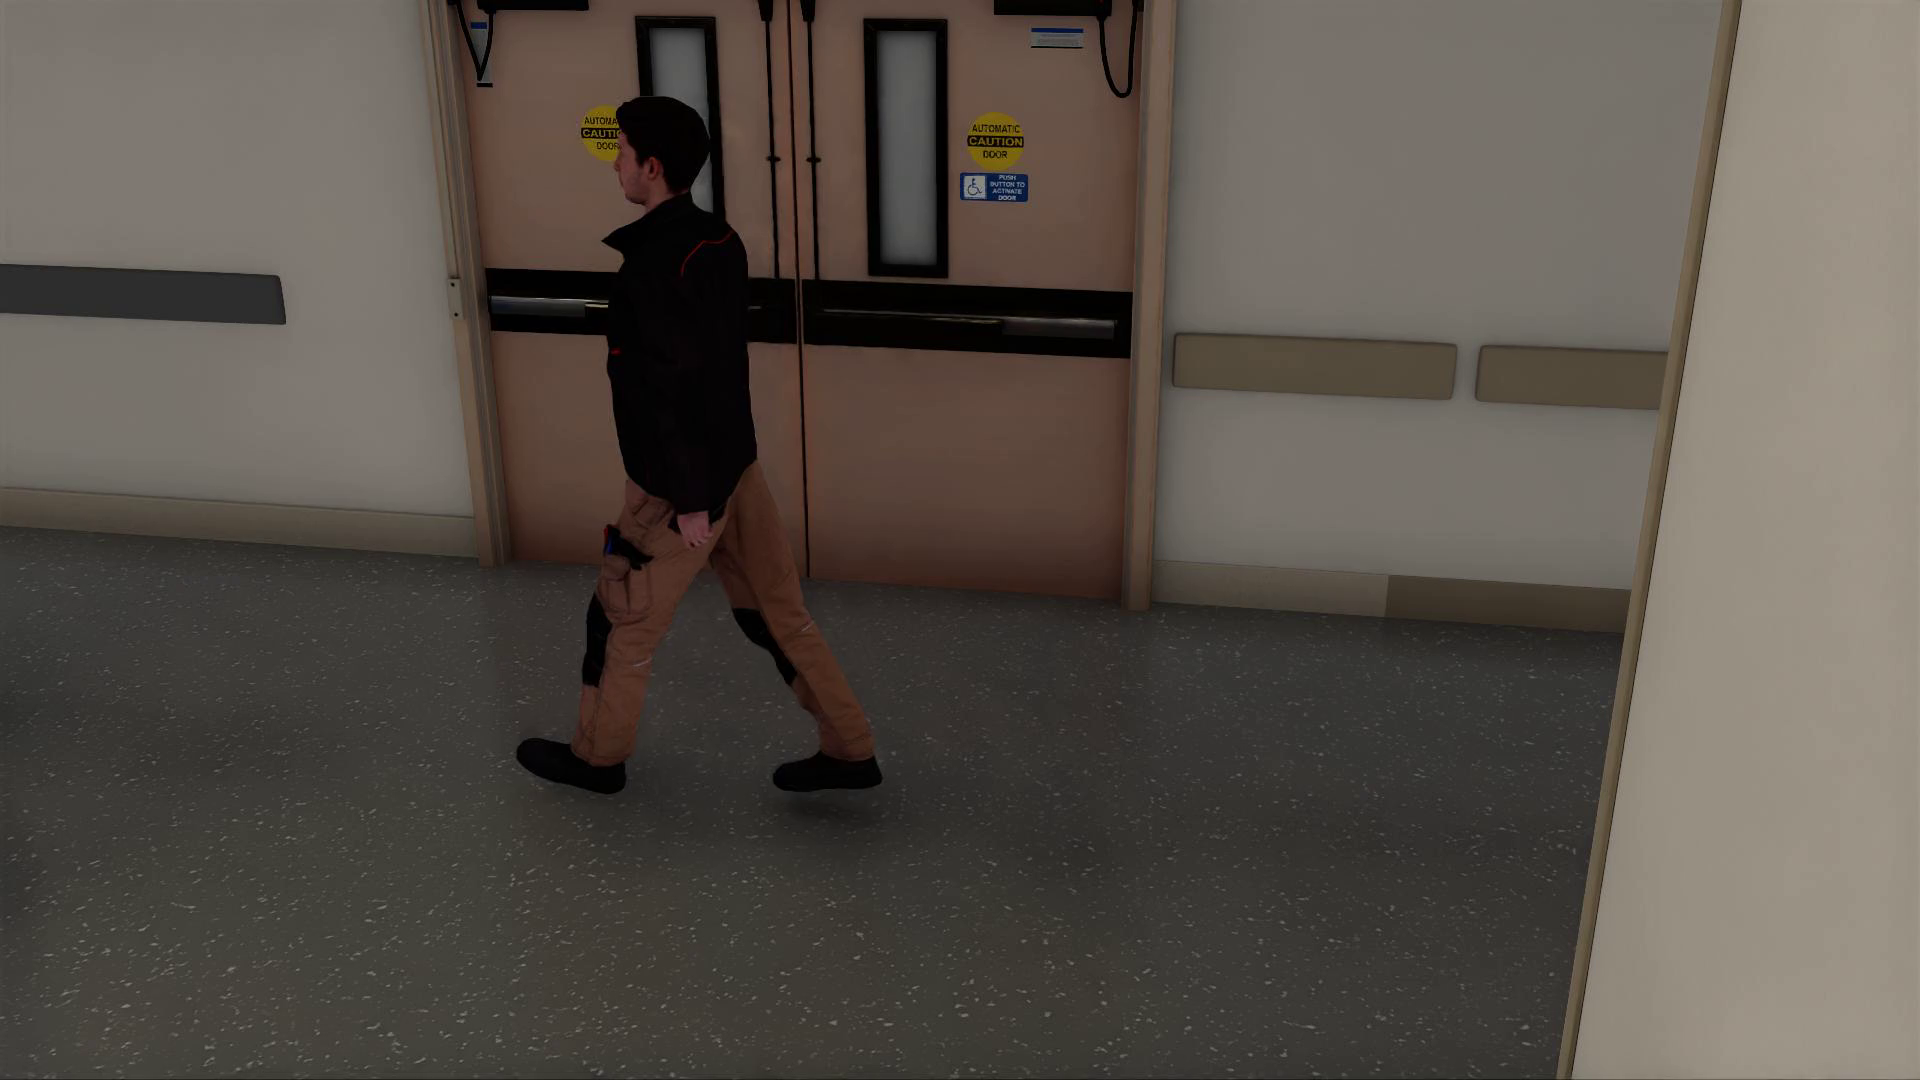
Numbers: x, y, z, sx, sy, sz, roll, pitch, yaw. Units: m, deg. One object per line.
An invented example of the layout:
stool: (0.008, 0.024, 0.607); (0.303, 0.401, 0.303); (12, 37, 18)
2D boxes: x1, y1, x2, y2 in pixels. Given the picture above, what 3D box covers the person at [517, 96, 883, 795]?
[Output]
person: (-0.587, -0.129, 4.277); (1.268, 1.873, 0.762); (5, 21, 13)
